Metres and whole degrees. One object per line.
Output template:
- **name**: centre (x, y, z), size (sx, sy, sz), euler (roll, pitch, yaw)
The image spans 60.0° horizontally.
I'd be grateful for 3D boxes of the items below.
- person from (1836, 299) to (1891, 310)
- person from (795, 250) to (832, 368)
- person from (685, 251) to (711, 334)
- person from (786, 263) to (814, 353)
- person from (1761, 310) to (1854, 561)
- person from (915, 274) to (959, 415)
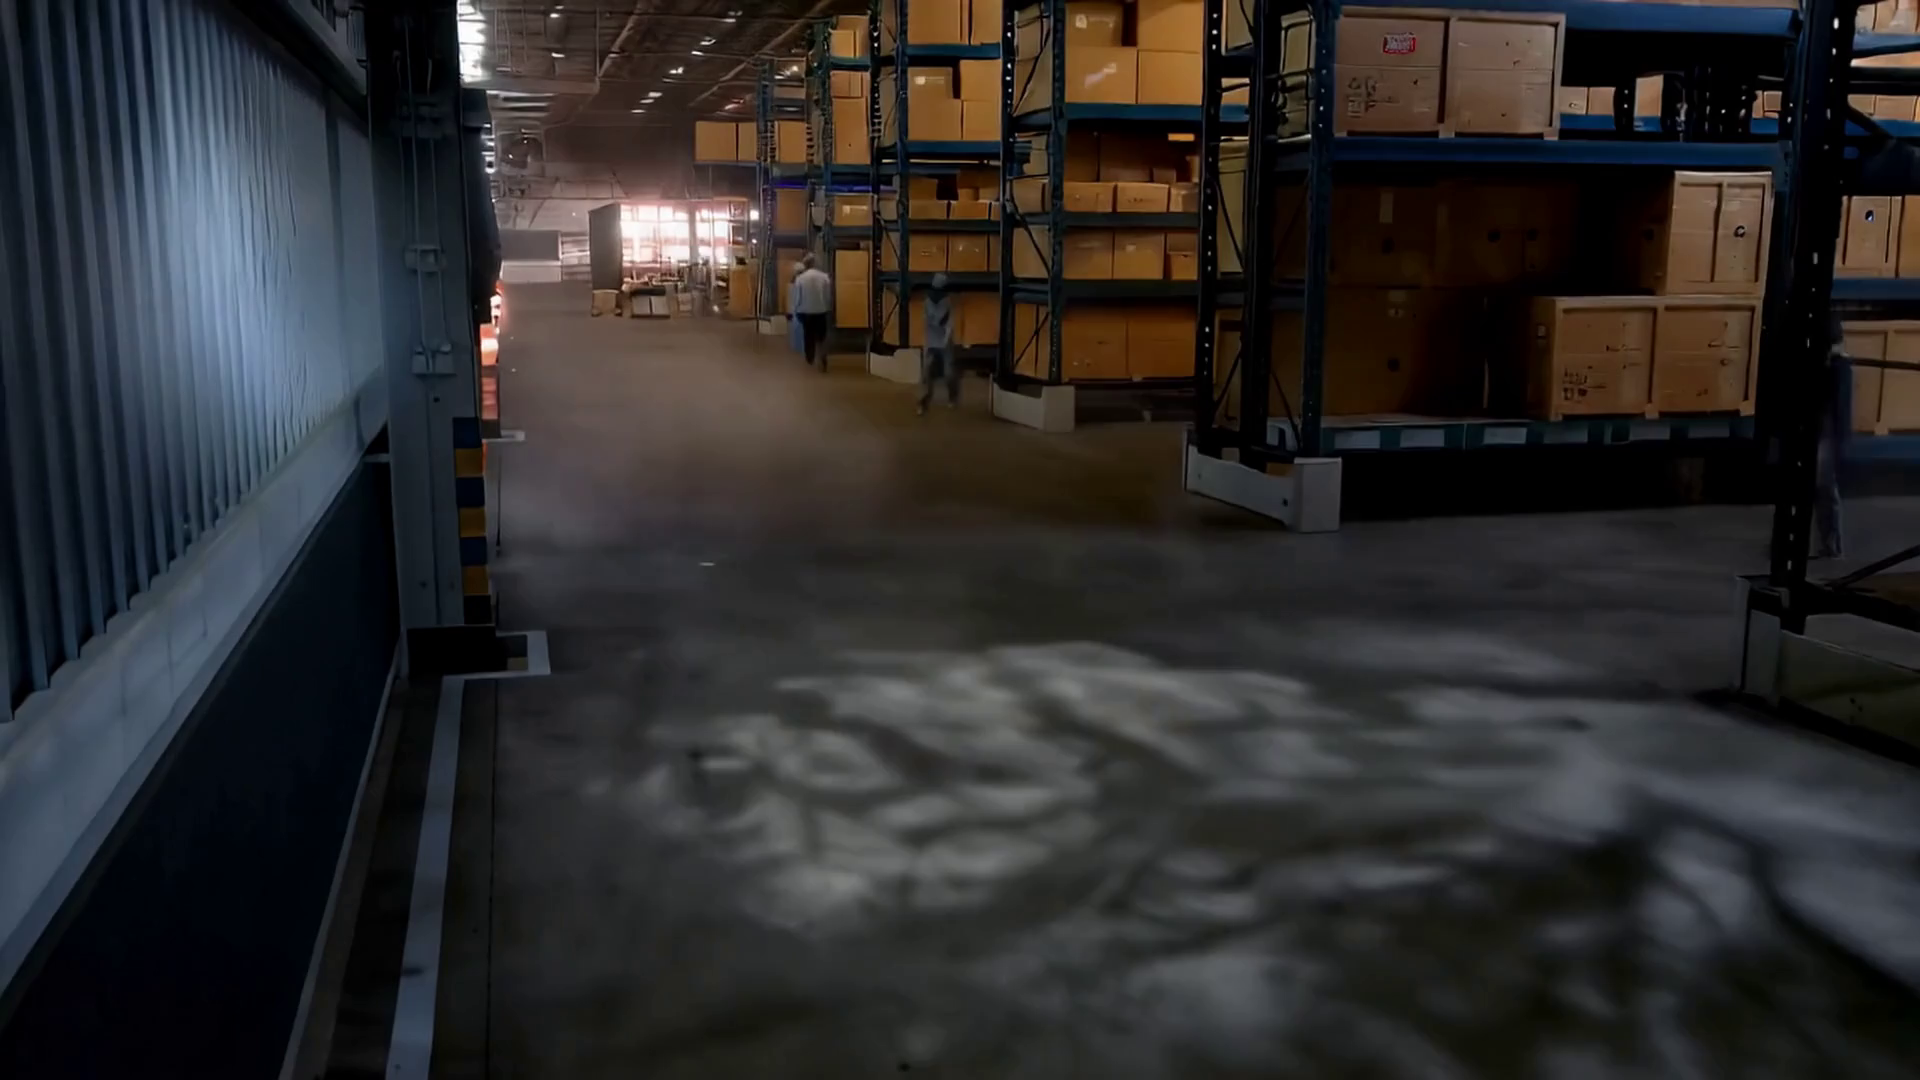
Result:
- **person**: centre (9.907, -2.166, 18.360), size (0.742, 1.924, 0.638), euler (-3, 11, -19)
- **person**: centre (-2.416, -3.823, 27.613), size (0.617, 1.970, 0.871), euler (-2, 10, -13)
- **person**: centre (-6.030, -5.708, 38.425), size (0.613, 1.907, 0.883), euler (-3, 11, -18)
- **person**: centre (-3.006, -4.340, 31.266), size (0.555, 1.712, 0.902), euler (-5, 11, -27)
- **person**: centre (5.407, -0.656, 10.653), size (0.693, 1.611, 0.531), euler (1, 10, 4)
- **person**: centre (-0.237, -2.376, 20.192), size (0.481, 1.694, 0.857), euler (3, 11, 19)
